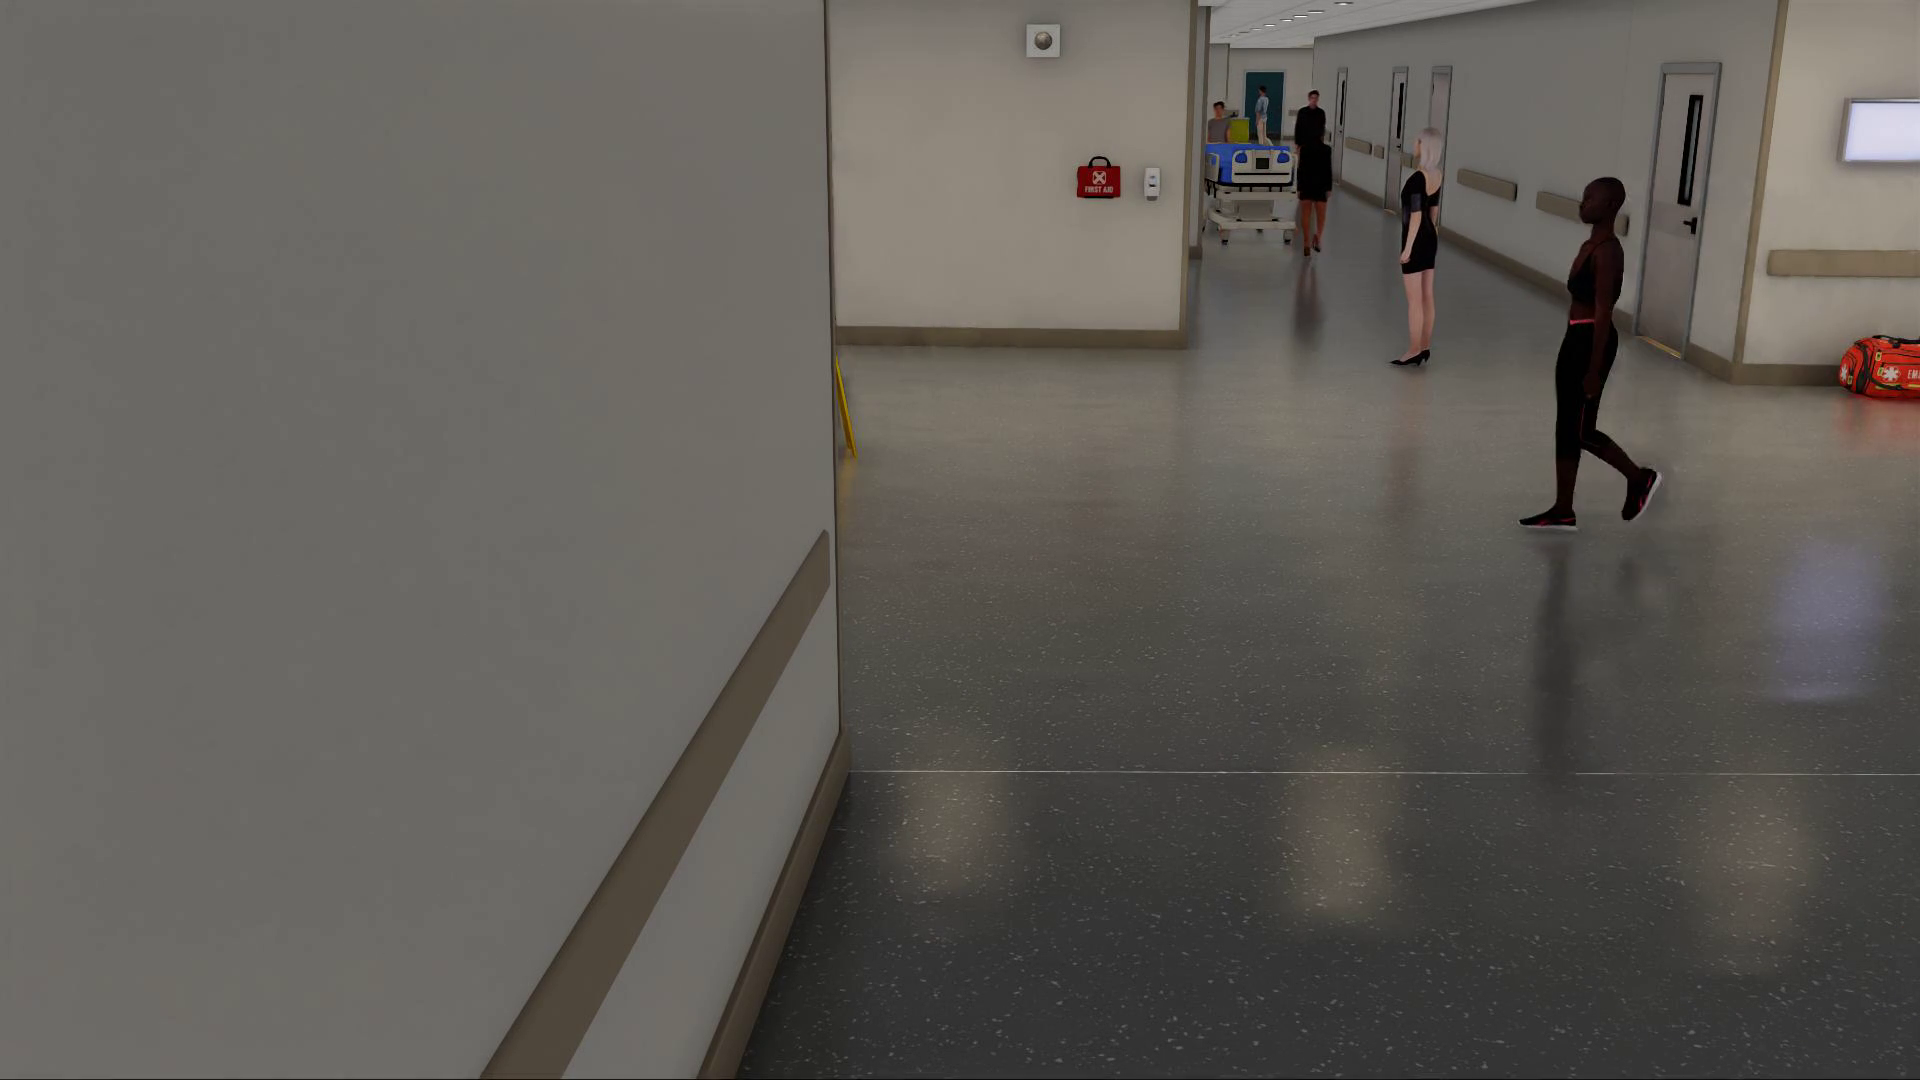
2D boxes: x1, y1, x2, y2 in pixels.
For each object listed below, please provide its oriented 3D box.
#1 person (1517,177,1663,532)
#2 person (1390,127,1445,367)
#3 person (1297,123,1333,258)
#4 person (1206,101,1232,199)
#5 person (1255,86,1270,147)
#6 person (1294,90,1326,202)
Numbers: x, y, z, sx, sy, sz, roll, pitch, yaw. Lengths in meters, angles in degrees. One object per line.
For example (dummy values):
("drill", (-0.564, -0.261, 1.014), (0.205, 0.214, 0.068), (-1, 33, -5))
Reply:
("person", (3.164, -0.876, 8.138), (0.891, 1.748, 0.627), (0, 16, 2))
("person", (3.596, -2.283, 12.981), (0.681, 1.829, 0.651), (14, 21, 40))
("person", (4.355, -4.301, 20.512), (0.660, 1.627, 0.703), (4, 16, 15))
("person", (4.696, -7.093, 30.280), (0.986, 1.699, 0.789), (5, 16, 16))
("person", (8.519, -11.866, 46.940), (0.738, 1.847, 0.734), (11, 19, 35))
("person", (6.123, -6.913, 29.309), (1.181, 1.880, 0.798), (2, 16, 8))
